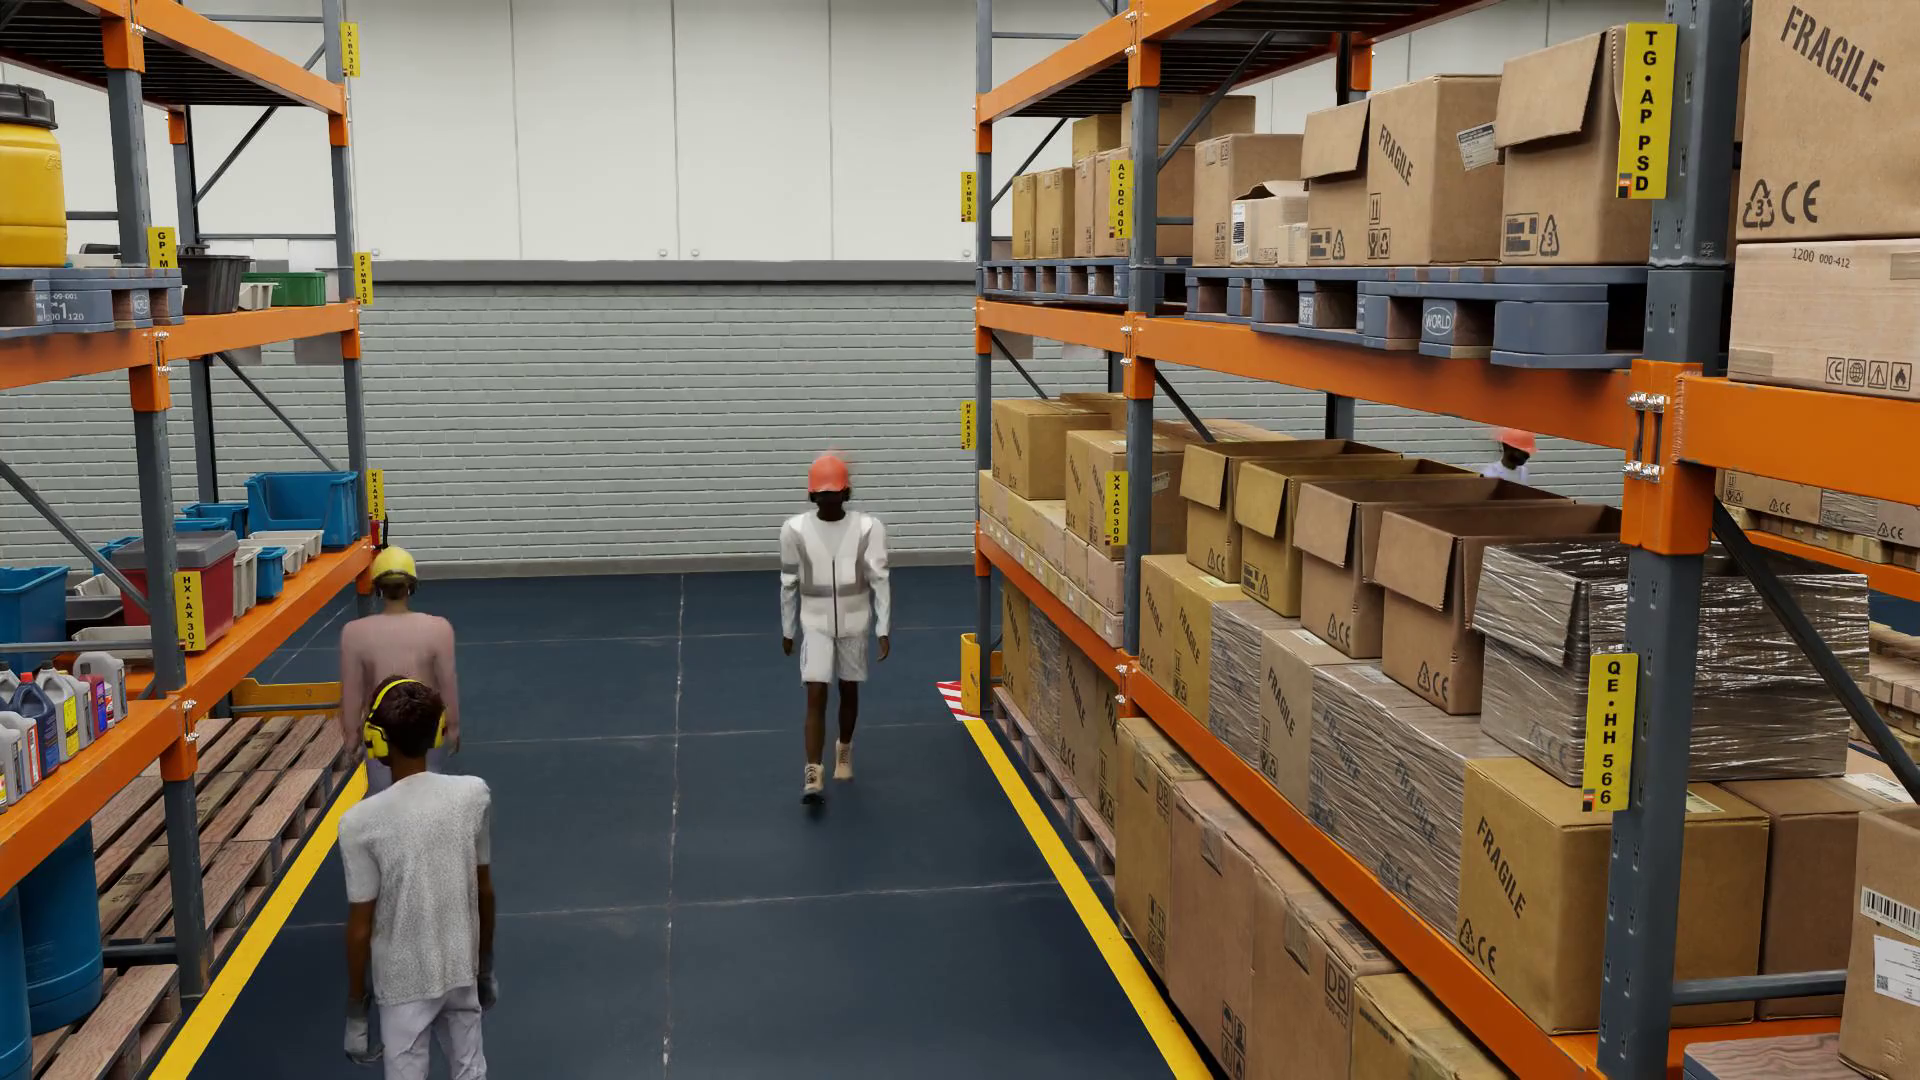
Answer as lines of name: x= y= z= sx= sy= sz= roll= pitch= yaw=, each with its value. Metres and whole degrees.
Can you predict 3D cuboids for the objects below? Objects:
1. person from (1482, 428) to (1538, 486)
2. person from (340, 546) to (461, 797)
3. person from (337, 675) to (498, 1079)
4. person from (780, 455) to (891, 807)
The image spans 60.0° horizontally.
person: x=4.222 y=-0.015 z=13.147 sx=0.596 sy=1.876 sz=0.969 roll=-6 pitch=11 yaw=-32
person: x=-2.624 y=0.905 z=7.819 sx=0.523 sy=1.746 sz=0.514 roll=-2 pitch=9 yaw=-12
person: x=-1.584 y=1.322 z=4.917 sx=0.349 sy=1.860 sz=0.507 roll=8 pitch=12 yaw=39
person: x=-0.713 y=0.512 z=9.508 sx=0.630 sy=1.982 sz=1.071 roll=-1 pitch=9 yaw=-5
